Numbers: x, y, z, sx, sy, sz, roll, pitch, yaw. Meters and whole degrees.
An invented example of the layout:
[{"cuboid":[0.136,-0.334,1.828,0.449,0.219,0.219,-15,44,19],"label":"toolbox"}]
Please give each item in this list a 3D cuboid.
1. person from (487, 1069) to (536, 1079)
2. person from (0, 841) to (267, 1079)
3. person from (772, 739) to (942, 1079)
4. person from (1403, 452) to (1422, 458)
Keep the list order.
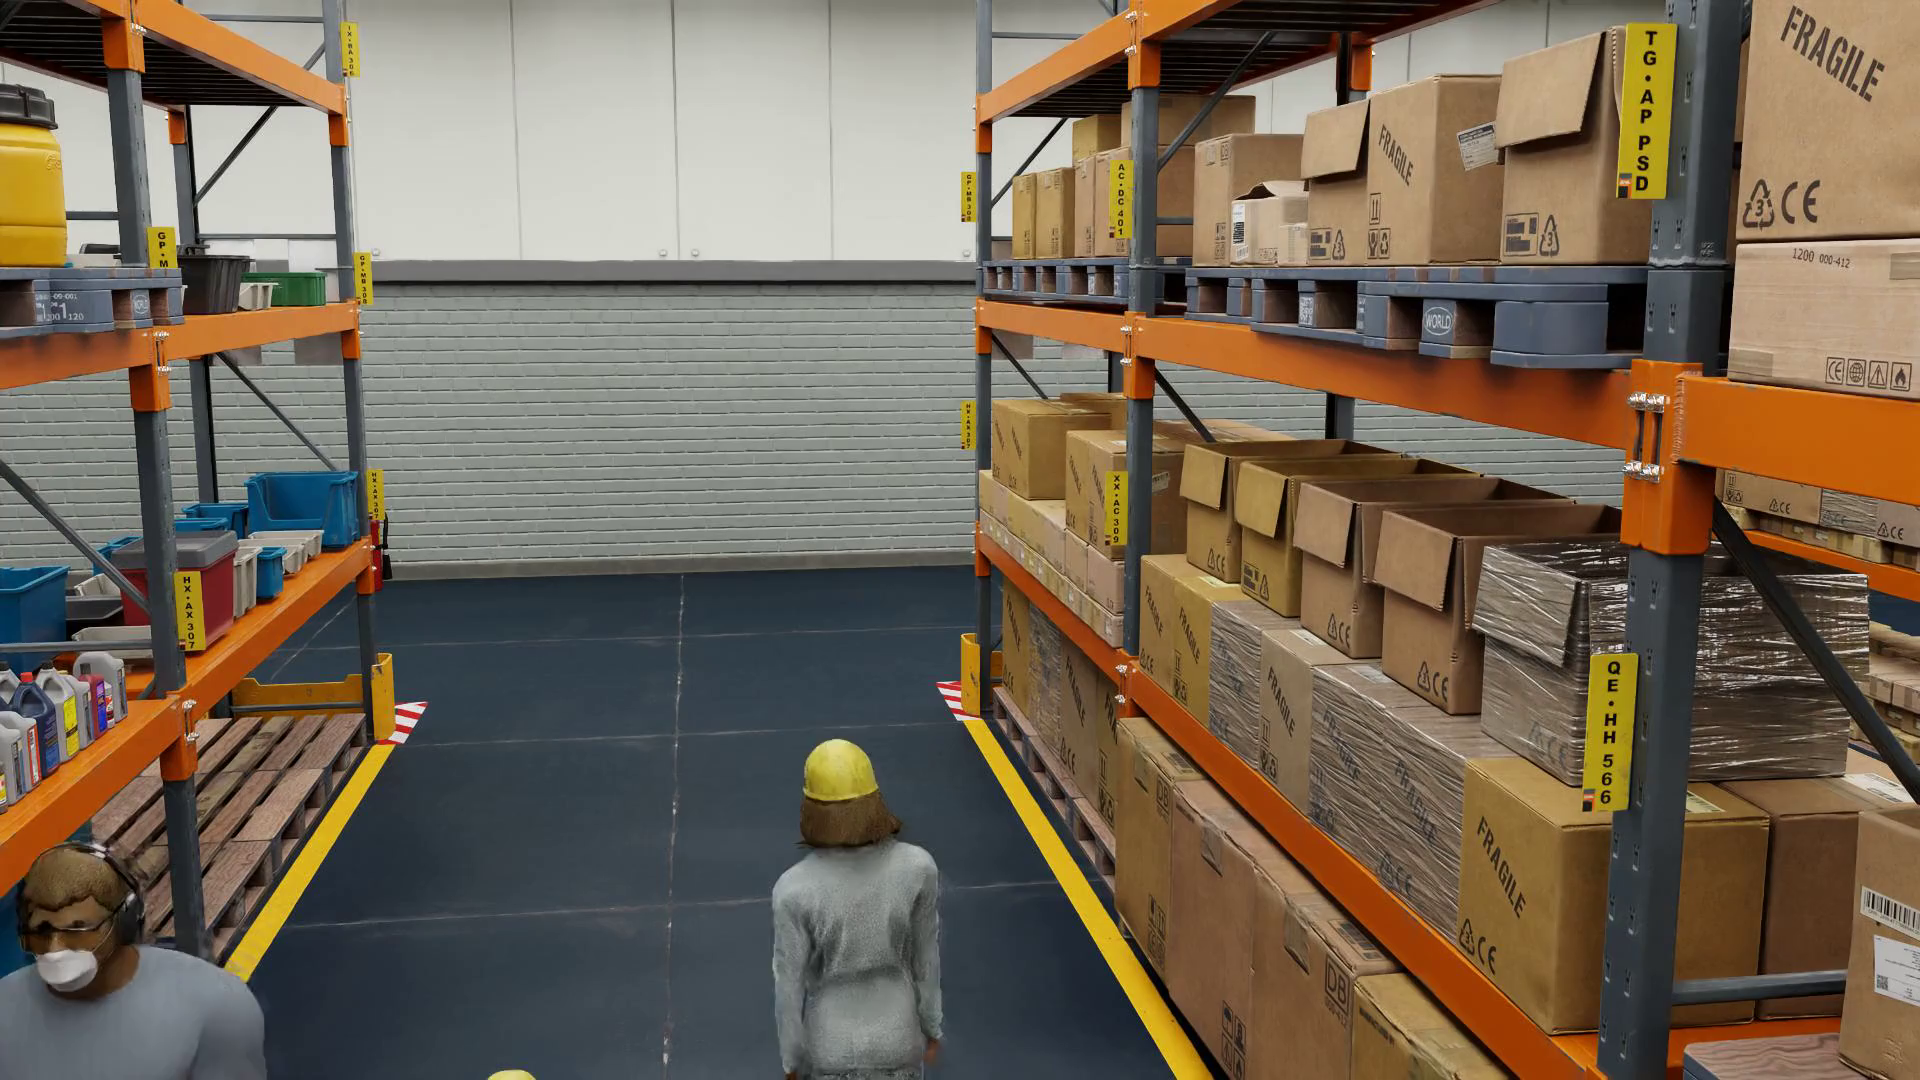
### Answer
[{"cuboid":[-0.669,1.709,2.595,0.595,1.831,0.404,0,9,-1],"label":"person"},{"cuboid":[-1.756,1.542,3.483,0.638,1.874,1.048,-2,9,-13],"label":"person"},{"cuboid":[-0.273,1.420,4.698,0.500,1.719,0.477,-3,10,-16],"label":"person"},{"cuboid":[2.490,0.522,9.276,0.688,2.000,0.538,-2,10,-15],"label":"person"}]
